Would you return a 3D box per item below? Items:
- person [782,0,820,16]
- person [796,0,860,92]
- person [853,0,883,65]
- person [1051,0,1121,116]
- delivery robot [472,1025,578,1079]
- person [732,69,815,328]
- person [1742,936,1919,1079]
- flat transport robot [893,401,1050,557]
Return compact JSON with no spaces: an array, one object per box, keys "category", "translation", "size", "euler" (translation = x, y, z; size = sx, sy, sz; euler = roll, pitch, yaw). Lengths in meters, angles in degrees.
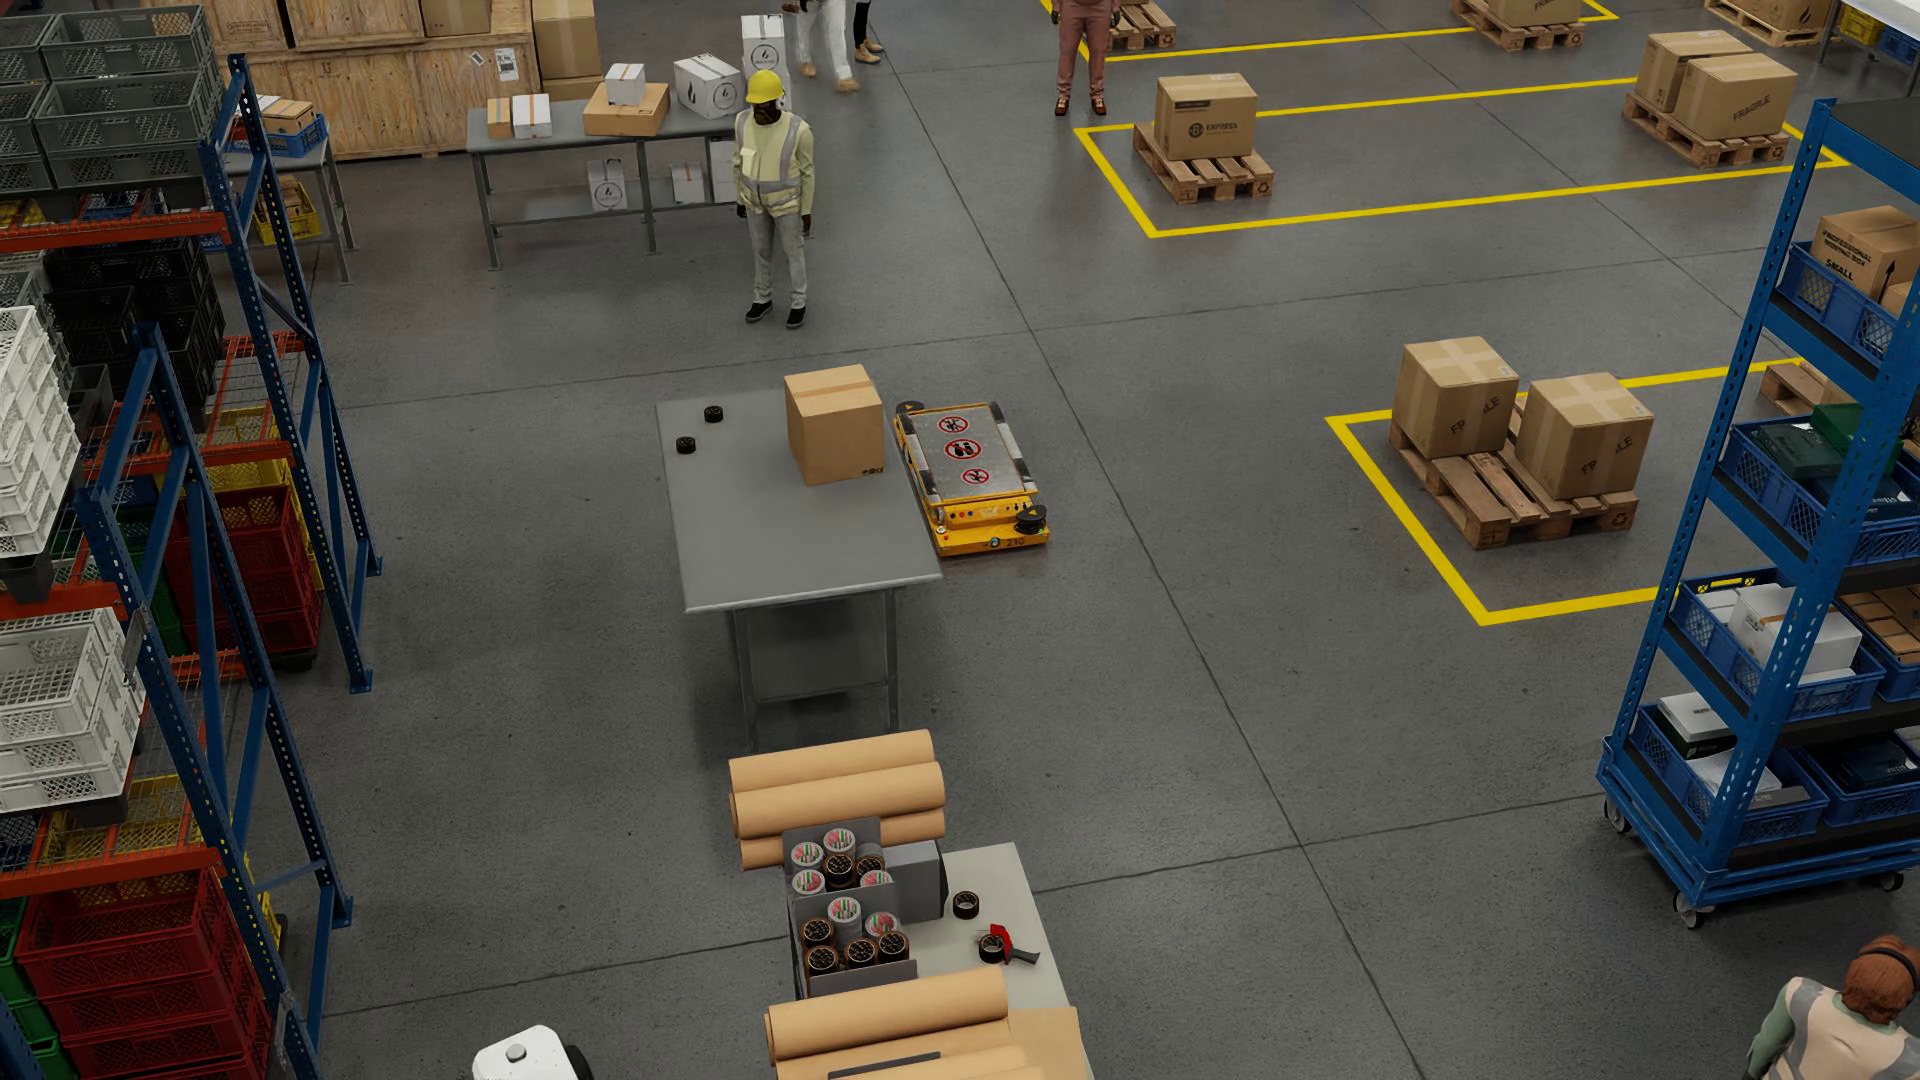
[{"category":"person","translation":[-1.627,-6.174,16.507],"size":[0.534,1.860,0.315],"euler":[-19,41,-24]},{"category":"person","translation":[-1.241,-4.977,14.961],"size":[0.634,1.788,0.957],"euler":[-21,41,-25]},{"category":"person","translation":[-0.873,-5.328,15.505],"size":[0.317,1.695,0.540],"euler":[3,37,4]},{"category":"person","translation":[1.093,-4.628,14.388],"size":[0.642,1.913,0.409],"euler":[-1,37,-1]},{"category":"delivery robot","translation":[-1.573,2.189,6.275],"size":[0.477,0.478,0.707],"euler":[-19,41,-25]},{"category":"person","translation":[-1.277,-2.316,11.343],"size":[0.588,1.835,0.403],"euler":[12,38,16]},{"category":"person","translation":[2.944,1.979,5.739],"size":[0.518,1.632,0.314],"euler":[30,46,34]},{"category":"flat transport robot","translation":[0.046,-0.430,10.108],"size":[0.652,0.197,1.431],"euler":[-8,37,-10]}]
